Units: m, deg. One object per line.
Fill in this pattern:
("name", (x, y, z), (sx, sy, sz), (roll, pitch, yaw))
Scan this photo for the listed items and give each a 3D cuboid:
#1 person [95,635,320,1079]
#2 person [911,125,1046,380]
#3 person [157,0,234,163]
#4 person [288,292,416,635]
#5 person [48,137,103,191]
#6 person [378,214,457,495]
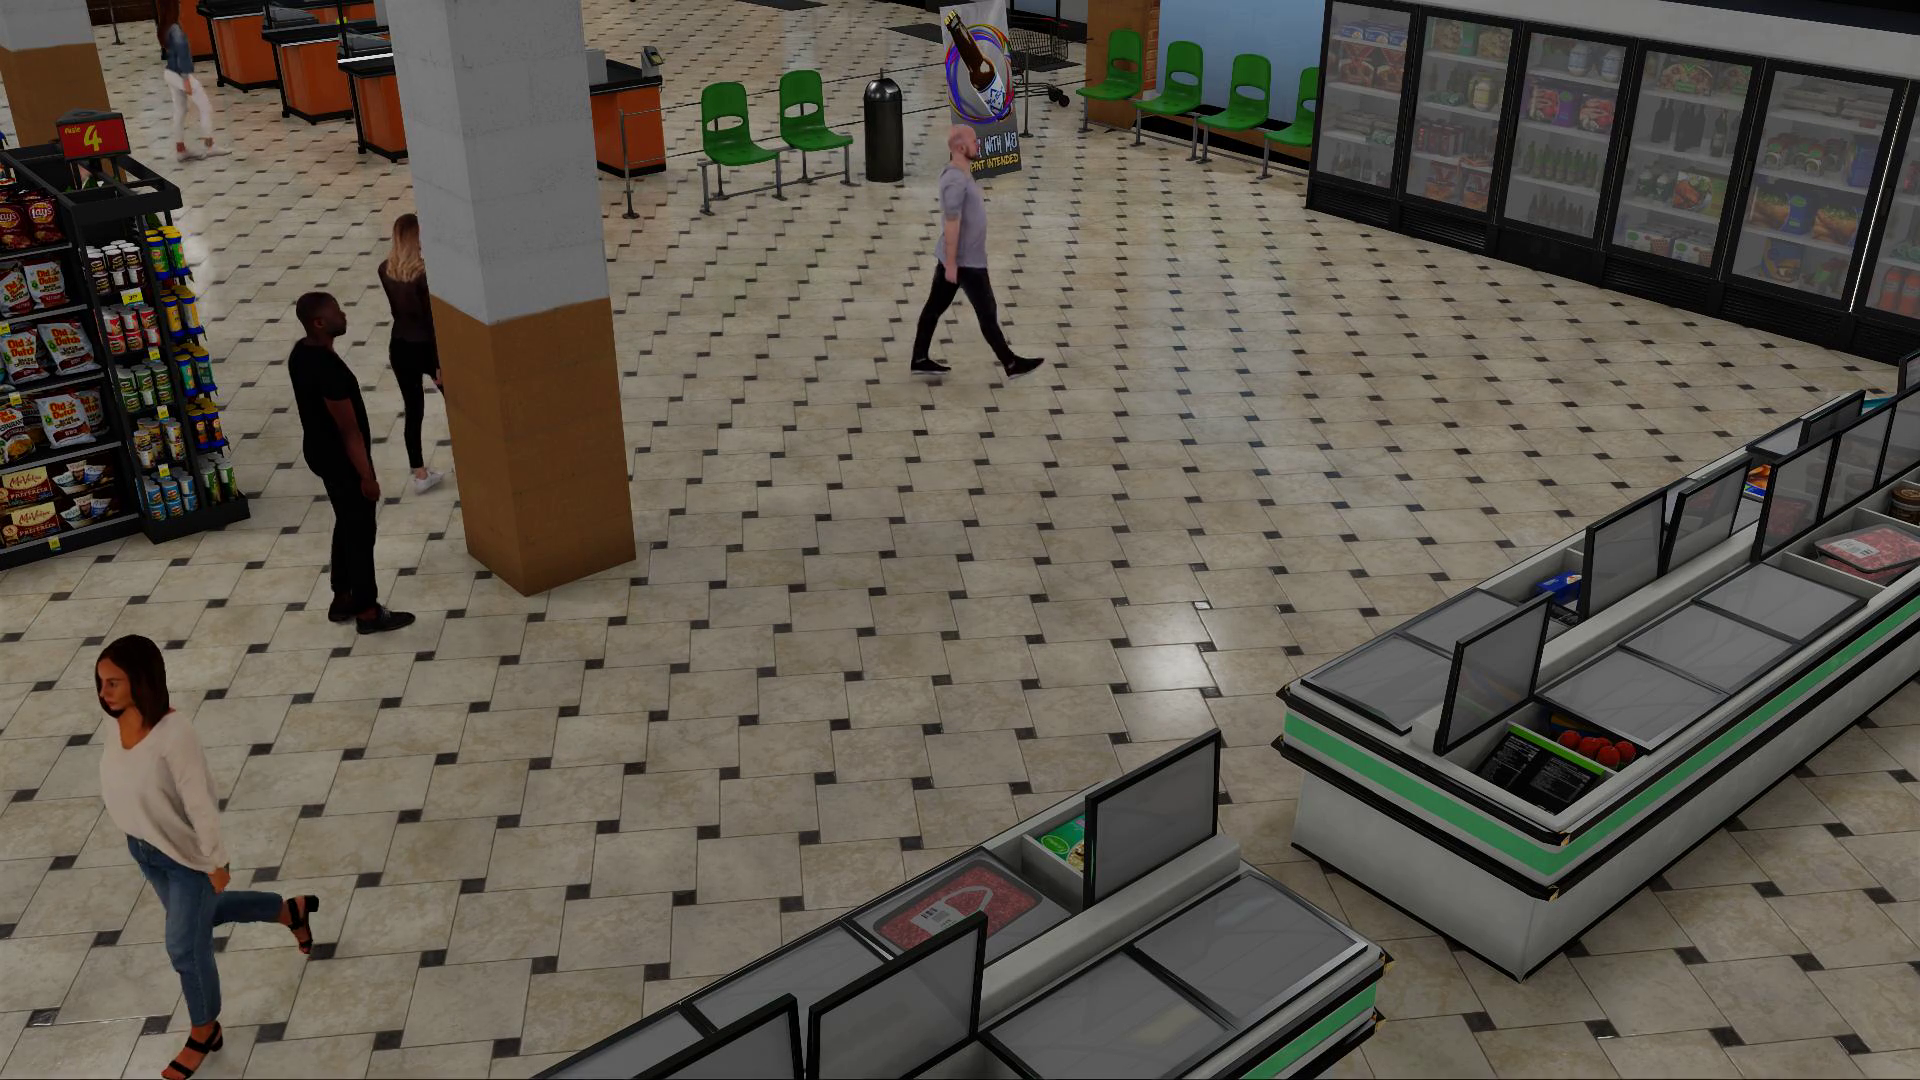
("person", (-2.626, 1.033, 5.782), (0.796, 1.658, 1.049), (17, 31, 30))
("person", (-0.083, -1.928, 11.484), (1.275, 1.782, 1.147), (-1, 27, -2))
("person", (-8.103, -4.726, 17.110), (0.766, 1.684, 0.653), (-23, 35, -38))
("person", (-3.126, -0.379, 8.379), (0.648, 1.828, 0.694), (-17, 32, -30))
("person", (-5.606, -1.767, 11.066), (0.771, 1.874, 0.794), (-12, 29, -22))
("person", (-3.280, -1.067, 9.899), (0.778, 1.681, 0.869), (10, 29, 20))
